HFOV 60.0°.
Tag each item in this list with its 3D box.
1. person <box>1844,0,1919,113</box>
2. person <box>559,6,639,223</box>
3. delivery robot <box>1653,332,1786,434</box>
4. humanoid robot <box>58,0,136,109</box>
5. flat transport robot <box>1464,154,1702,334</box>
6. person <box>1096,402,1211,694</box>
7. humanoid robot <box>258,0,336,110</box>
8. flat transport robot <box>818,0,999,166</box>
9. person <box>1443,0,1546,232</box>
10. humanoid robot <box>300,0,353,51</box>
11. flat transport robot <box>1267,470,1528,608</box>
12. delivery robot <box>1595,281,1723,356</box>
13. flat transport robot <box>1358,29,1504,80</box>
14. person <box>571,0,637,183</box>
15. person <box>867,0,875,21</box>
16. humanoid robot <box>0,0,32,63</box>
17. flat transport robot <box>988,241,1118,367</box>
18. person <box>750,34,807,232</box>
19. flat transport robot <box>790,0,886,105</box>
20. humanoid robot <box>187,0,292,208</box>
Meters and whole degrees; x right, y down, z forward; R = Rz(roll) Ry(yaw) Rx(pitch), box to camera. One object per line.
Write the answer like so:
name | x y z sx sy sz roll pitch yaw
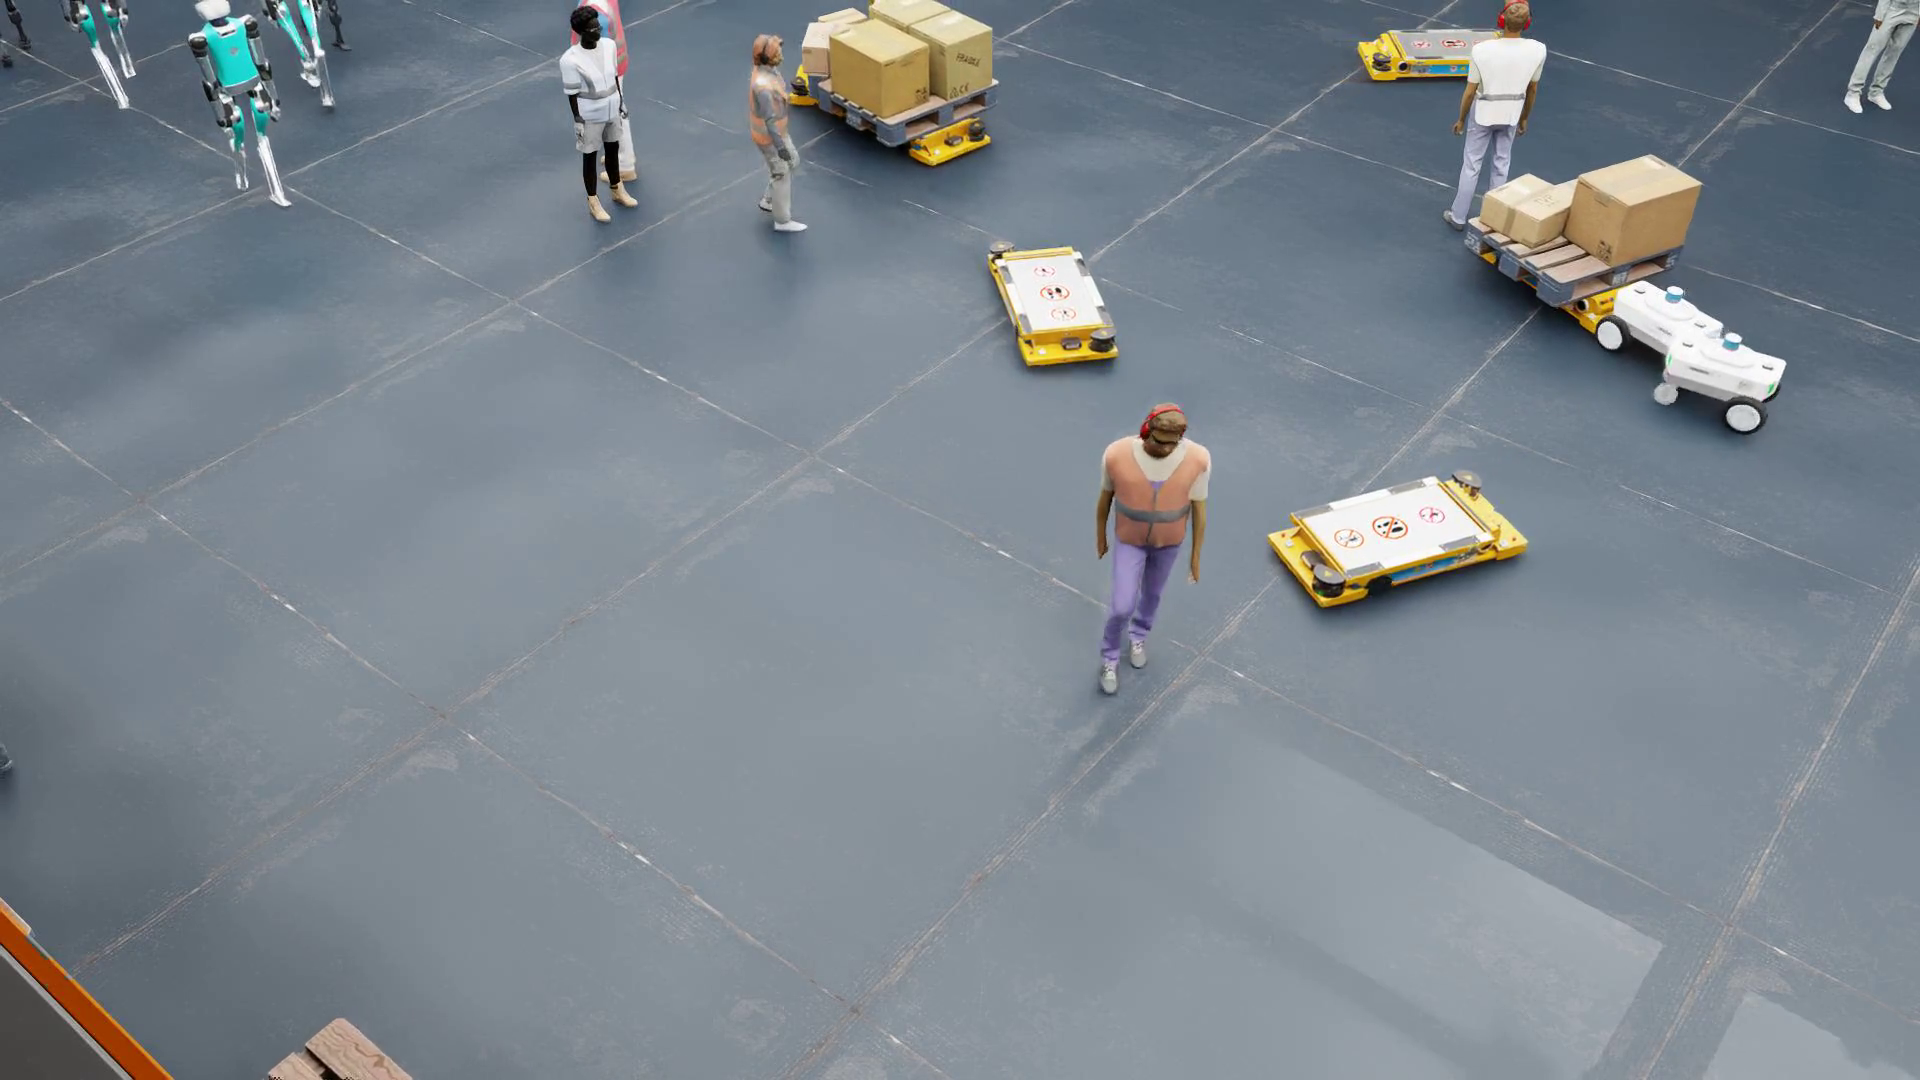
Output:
person | 8.081 -4.510 14.253 0.484 1.735 0.329 -7 41 -8
person | -2.795 -3.303 12.860 0.319 1.697 0.531 27 47 28
delivery robot | 5.117 -1.102 11.158 0.802 0.600 0.499 22 45 24
humanoid robot | -7.539 -4.703 14.517 0.561 1.816 0.894 -16 43 -18
flat transport robot | 4.545 -2.016 12.449 0.659 0.231 1.431 -18 44 -20
person | 1.013 0.052 8.825 0.564 1.815 0.672 -1 40 -1
humanoid robot | -5.730 -4.535 14.299 0.553 1.763 1.010 -17 43 -19
flat transport robot | -0.453 -3.649 14.370 0.659 0.231 1.431 -29 48 -30
person | 4.048 -3.193 12.616 0.564 1.846 0.391 -1 40 -1
humanoid robot | -5.961 -5.302 15.229 0.593 1.652 0.438 -24 46 -26
flat transport robot | 2.660 -0.017 10.098 1.431 0.231 0.659 -14 42 -16
delivery robot | 4.902 -1.494 11.622 0.499 0.603 0.803 -23 45 -24
flat transport robot | 4.454 -4.470 15.336 1.431 0.231 0.659 -1 40 -1
person | -2.864 -3.771 13.313 0.434 1.834 0.629 -3 40 -4
person | -0.642 -5.263 15.123 0.536 1.752 0.338 -11 42 -13
humanoid robot | -8.906 -5.194 15.126 0.607 1.657 0.598 -21 45 -23
flat transport robot | 0.662 -1.753 12.140 0.659 0.231 1.431 -7 41 -8
person | -1.410 -3.079 12.649 0.361 1.621 0.533 0 40 -1
flat transport robot | -0.770 -4.106 14.908 1.431 0.231 0.659 3 40 3
humanoid robot | -5.692 -3.408 13.015 0.552 1.863 0.830 -32 50 -32
